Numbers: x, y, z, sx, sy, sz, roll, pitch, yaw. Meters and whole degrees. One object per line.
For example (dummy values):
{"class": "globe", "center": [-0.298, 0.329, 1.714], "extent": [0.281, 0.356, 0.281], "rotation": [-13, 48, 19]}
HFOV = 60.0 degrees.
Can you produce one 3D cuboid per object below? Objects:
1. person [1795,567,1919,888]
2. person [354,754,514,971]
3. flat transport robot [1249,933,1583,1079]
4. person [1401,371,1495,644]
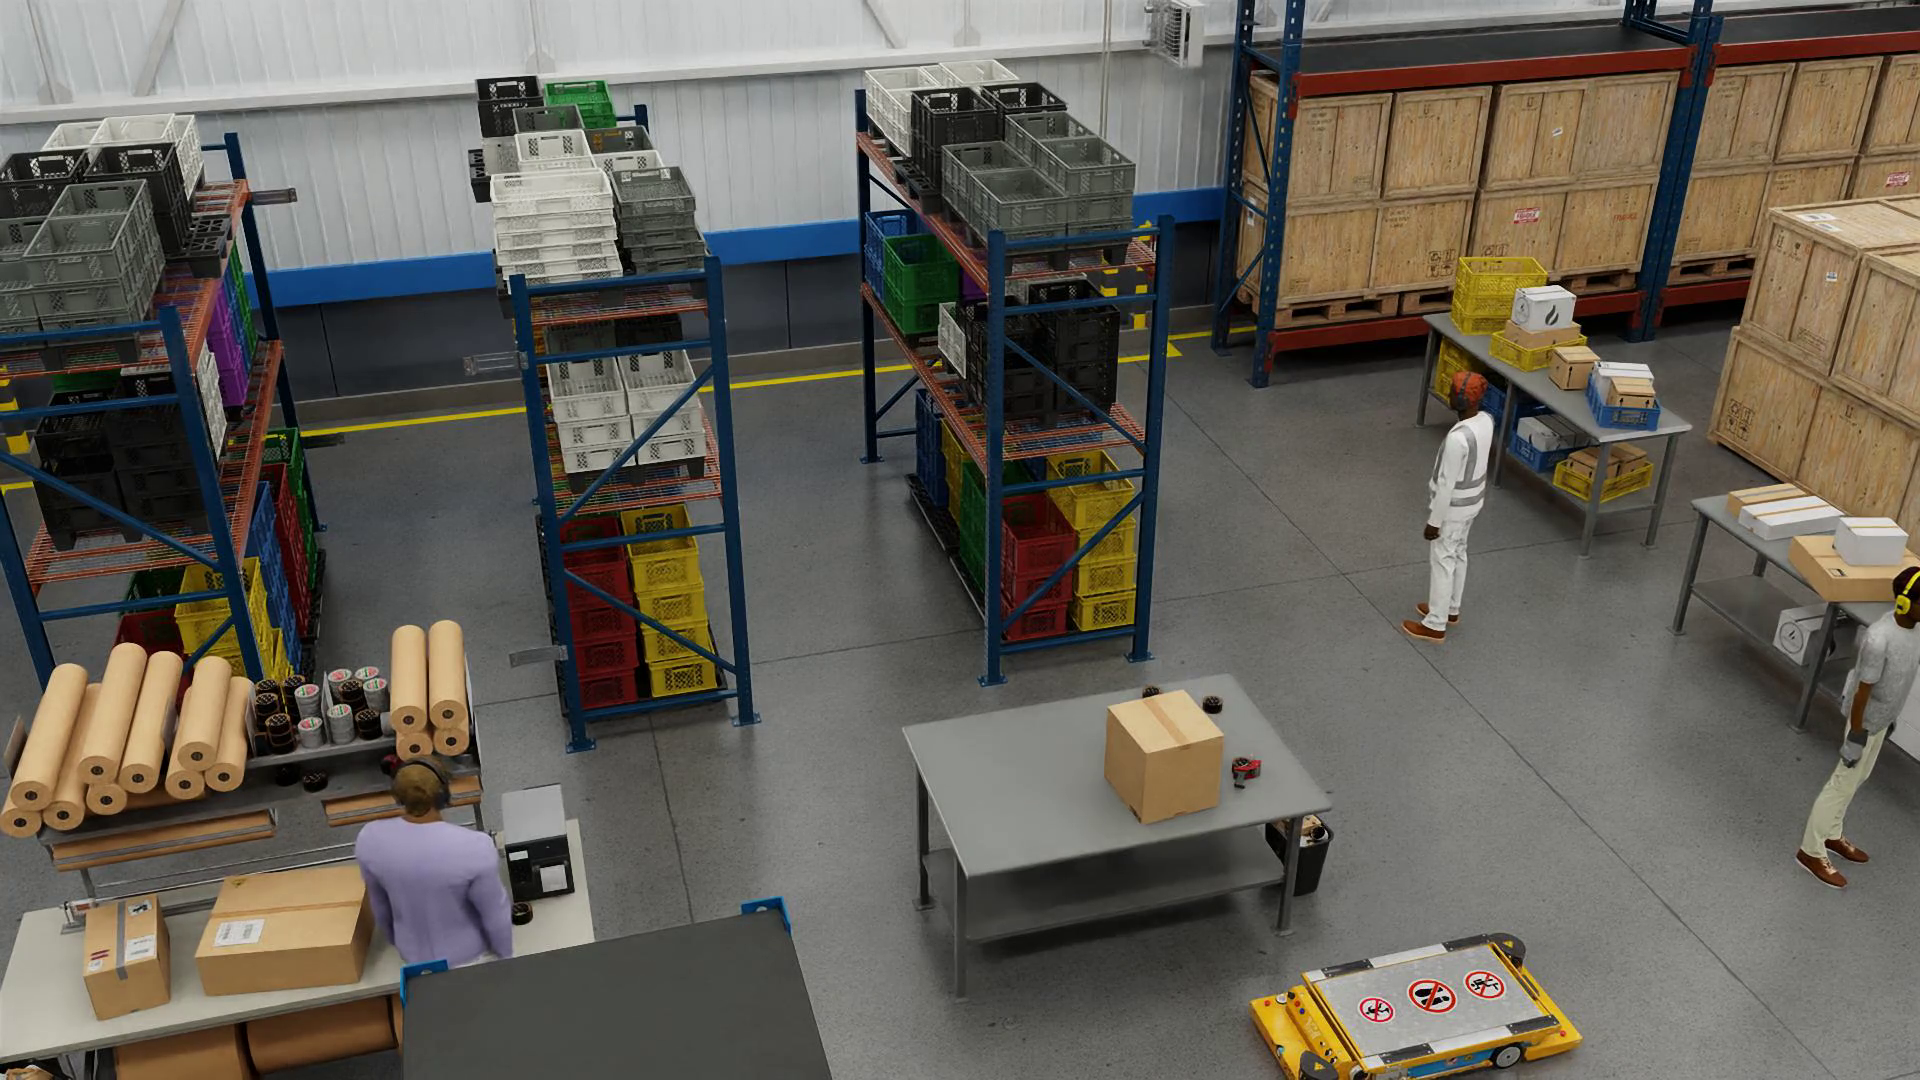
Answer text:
{"class": "person", "center": [4.803, 0.962, 8.734], "extent": [0.535, 1.869, 0.314], "rotation": [-24, 37, -37]}
{"class": "person", "center": [-2.231, 1.760, 7.223], "extent": [0.629, 1.931, 0.367], "rotation": [5, 29, 9]}
{"class": "flat transport robot", "center": [2.184, 2.282, 7.980], "extent": [1.431, 0.197, 0.652], "rotation": [-8, 30, -14]}
{"class": "person", "center": [3.223, -0.219, 10.880], "extent": [0.356, 1.880, 0.568], "rotation": [19, 34, 31]}
